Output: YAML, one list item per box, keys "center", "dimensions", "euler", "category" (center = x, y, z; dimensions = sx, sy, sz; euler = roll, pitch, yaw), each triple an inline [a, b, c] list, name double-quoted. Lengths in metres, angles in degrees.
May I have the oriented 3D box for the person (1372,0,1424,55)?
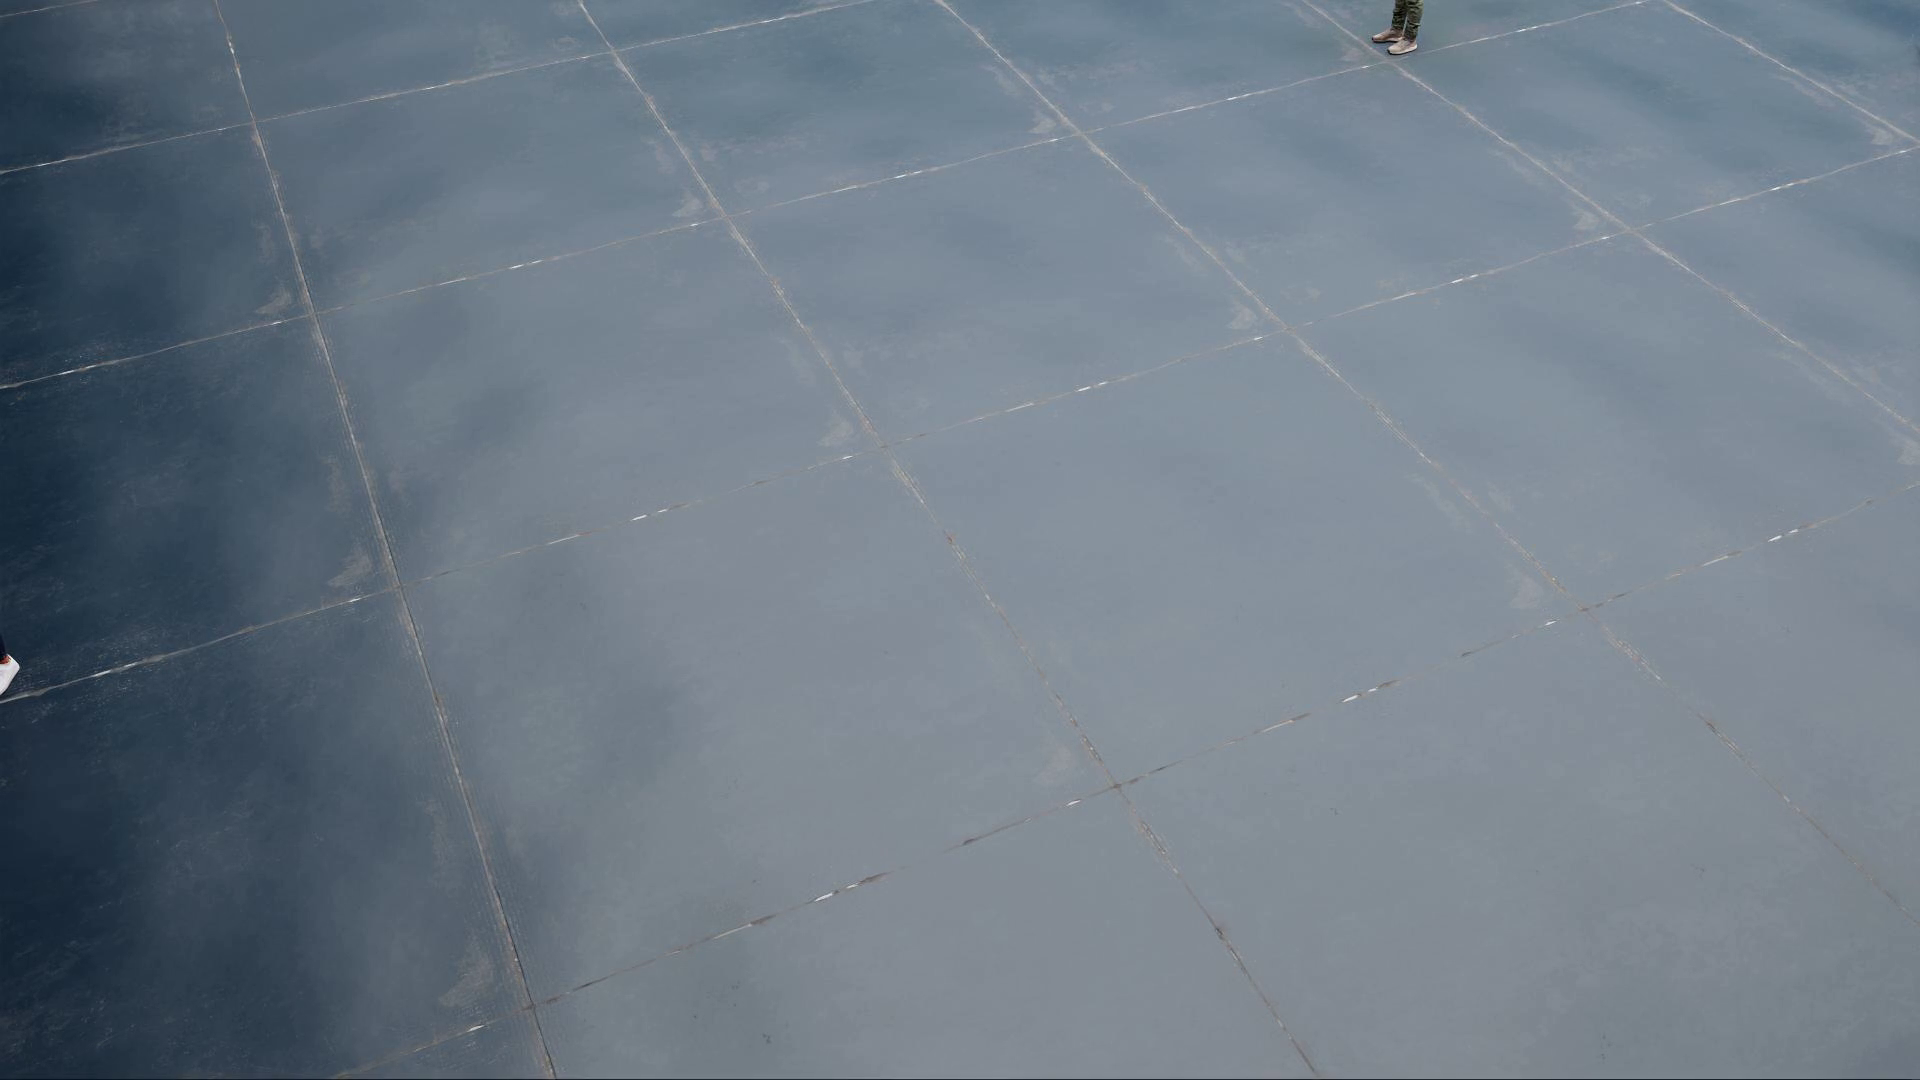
- center: [3.808, -4.915, 13.939]
  dimensions: [0.661, 1.653, 0.495]
  euler: [-13, 44, -14]
  category: "person"
